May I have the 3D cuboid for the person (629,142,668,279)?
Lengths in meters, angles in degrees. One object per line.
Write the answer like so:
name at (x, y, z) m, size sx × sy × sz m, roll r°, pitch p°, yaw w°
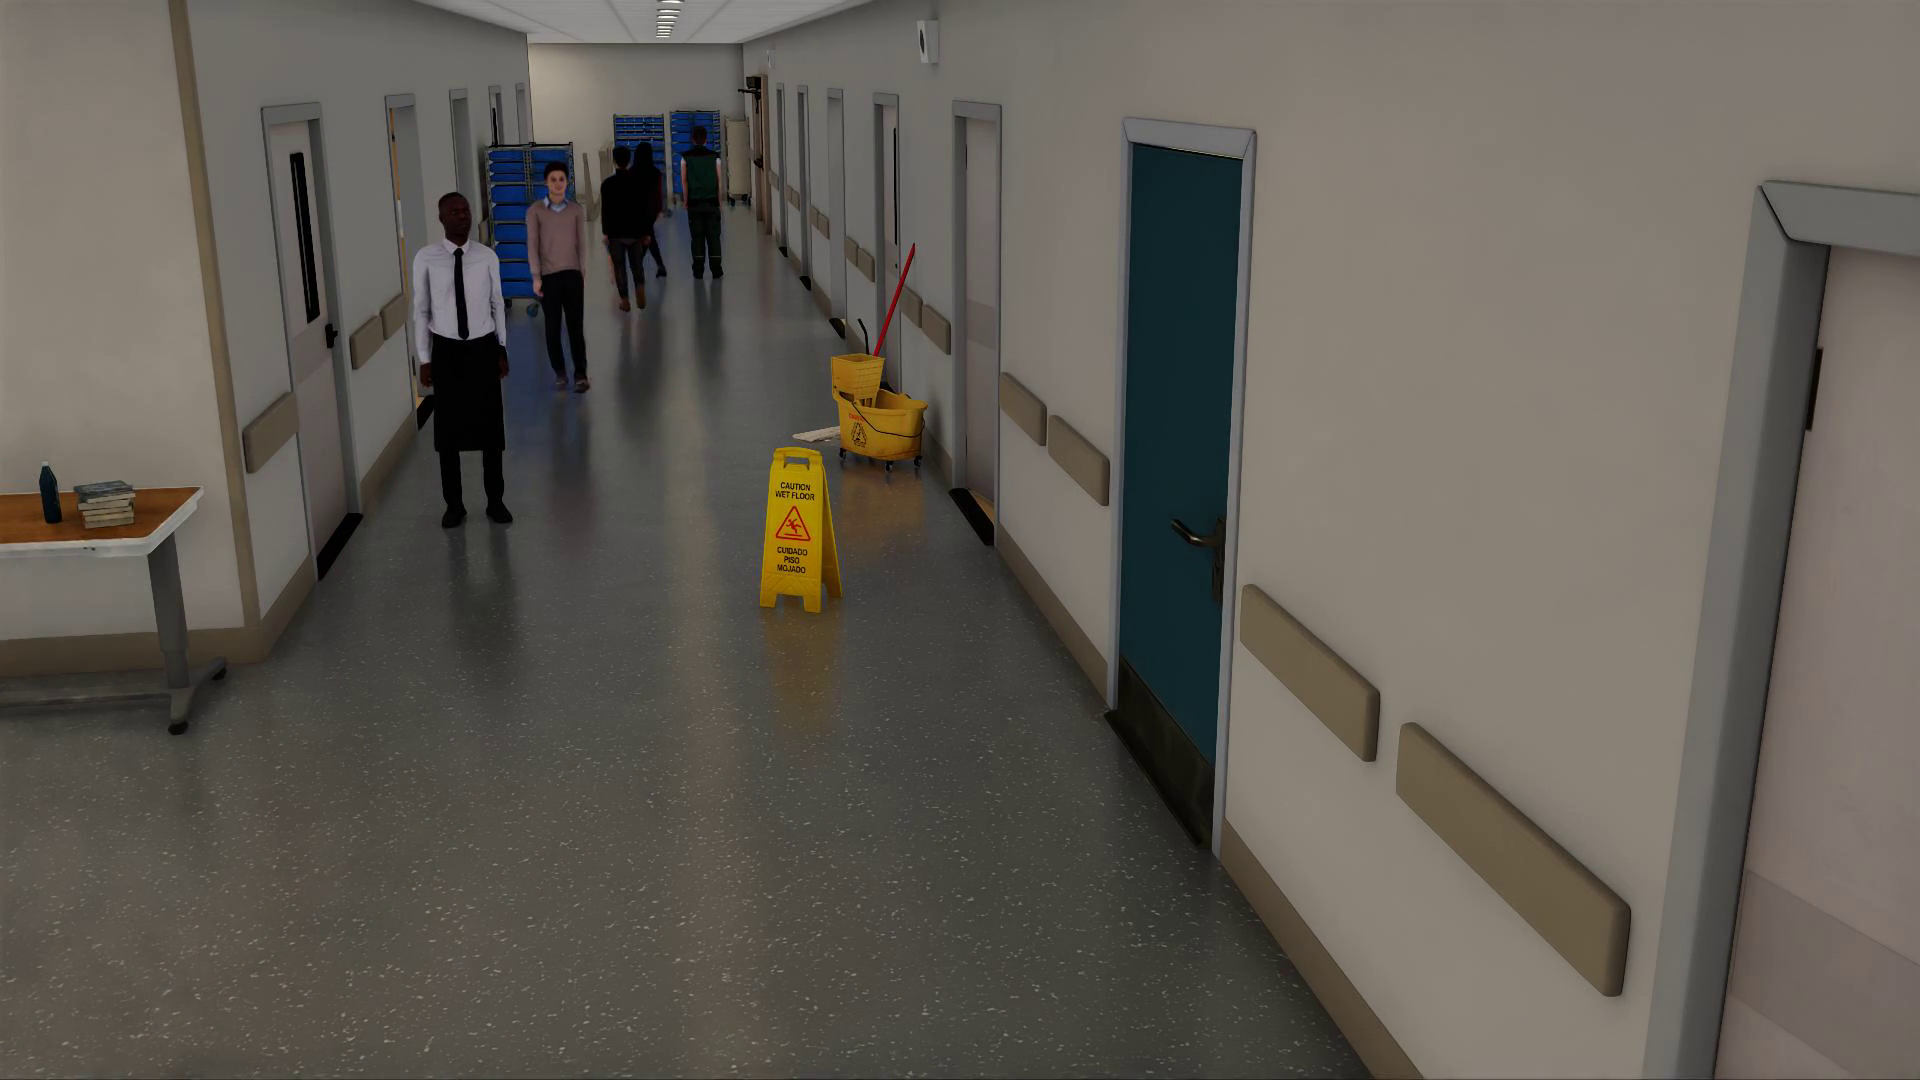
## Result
person at (-3.756, -3.933, 20.080) m, size 0.914 × 1.604 × 1.143 m, roll -12°, pitch 19°, yaw -35°

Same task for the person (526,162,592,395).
person at (-3.166, -2.034, 13.066) m, size 0.801 × 1.756 × 1.241 m, roll -6°, pitch 17°, yaw -20°

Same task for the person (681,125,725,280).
person at (-3.148, -4.146, 20.390) m, size 0.638 × 1.842 × 0.573 m, roll -2°, pitch 16°, yaw -7°

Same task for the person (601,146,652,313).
person at (-3.480, -3.222, 17.367) m, size 0.723 × 1.708 × 0.876 m, roll -5°, pitch 17°, yaw -18°

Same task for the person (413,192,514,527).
person at (-2.762, -1.010, 9.286) m, size 0.676 × 1.836 × 0.579 m, roll -5°, pitch 17°, yaw -18°
